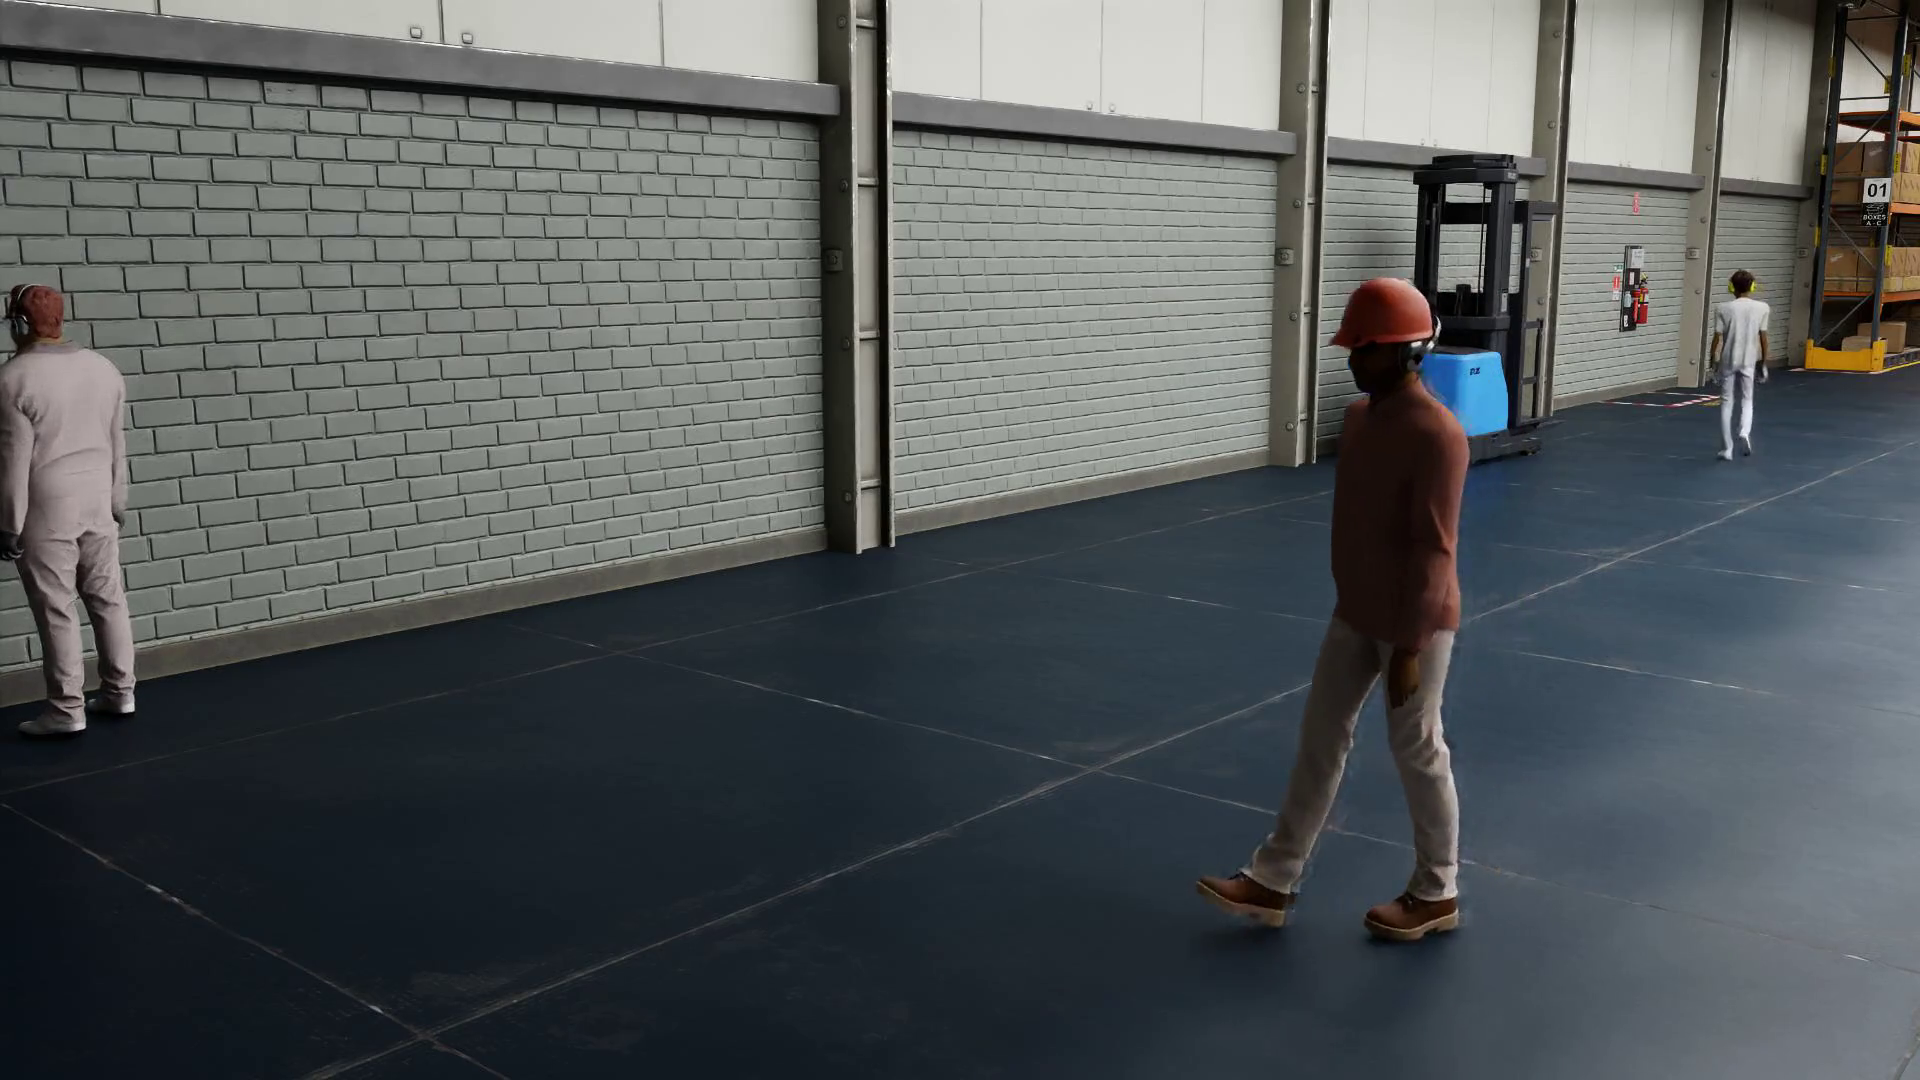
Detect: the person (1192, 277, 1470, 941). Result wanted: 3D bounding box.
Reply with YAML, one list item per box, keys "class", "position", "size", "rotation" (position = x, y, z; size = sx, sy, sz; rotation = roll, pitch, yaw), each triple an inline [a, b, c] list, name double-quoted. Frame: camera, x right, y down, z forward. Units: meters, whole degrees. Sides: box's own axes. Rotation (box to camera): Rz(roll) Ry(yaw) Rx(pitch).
- class: "person"
  position: [1.149, 0.233, 4.841]
  size: [0.829, 1.959, 0.648]
  rotation: [-3, 10, -17]

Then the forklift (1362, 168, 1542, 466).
- class: "forklift"
  position: [4.875, -2.212, 16.287]
  size: [1.129, 2.768, 1.873]
  rotation: [8, 13, 40]

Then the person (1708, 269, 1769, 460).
- class: "person"
  position: [7.559, -1.695, 16.137]
  size: [0.549, 1.856, 0.470]
  rotation: [3, 10, 16]

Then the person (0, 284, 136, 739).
- class: "person"
  position: [-3.833, -0.125, 7.061]
  size: [0.403, 1.904, 0.651]
  rotation: [3, 10, 18]
